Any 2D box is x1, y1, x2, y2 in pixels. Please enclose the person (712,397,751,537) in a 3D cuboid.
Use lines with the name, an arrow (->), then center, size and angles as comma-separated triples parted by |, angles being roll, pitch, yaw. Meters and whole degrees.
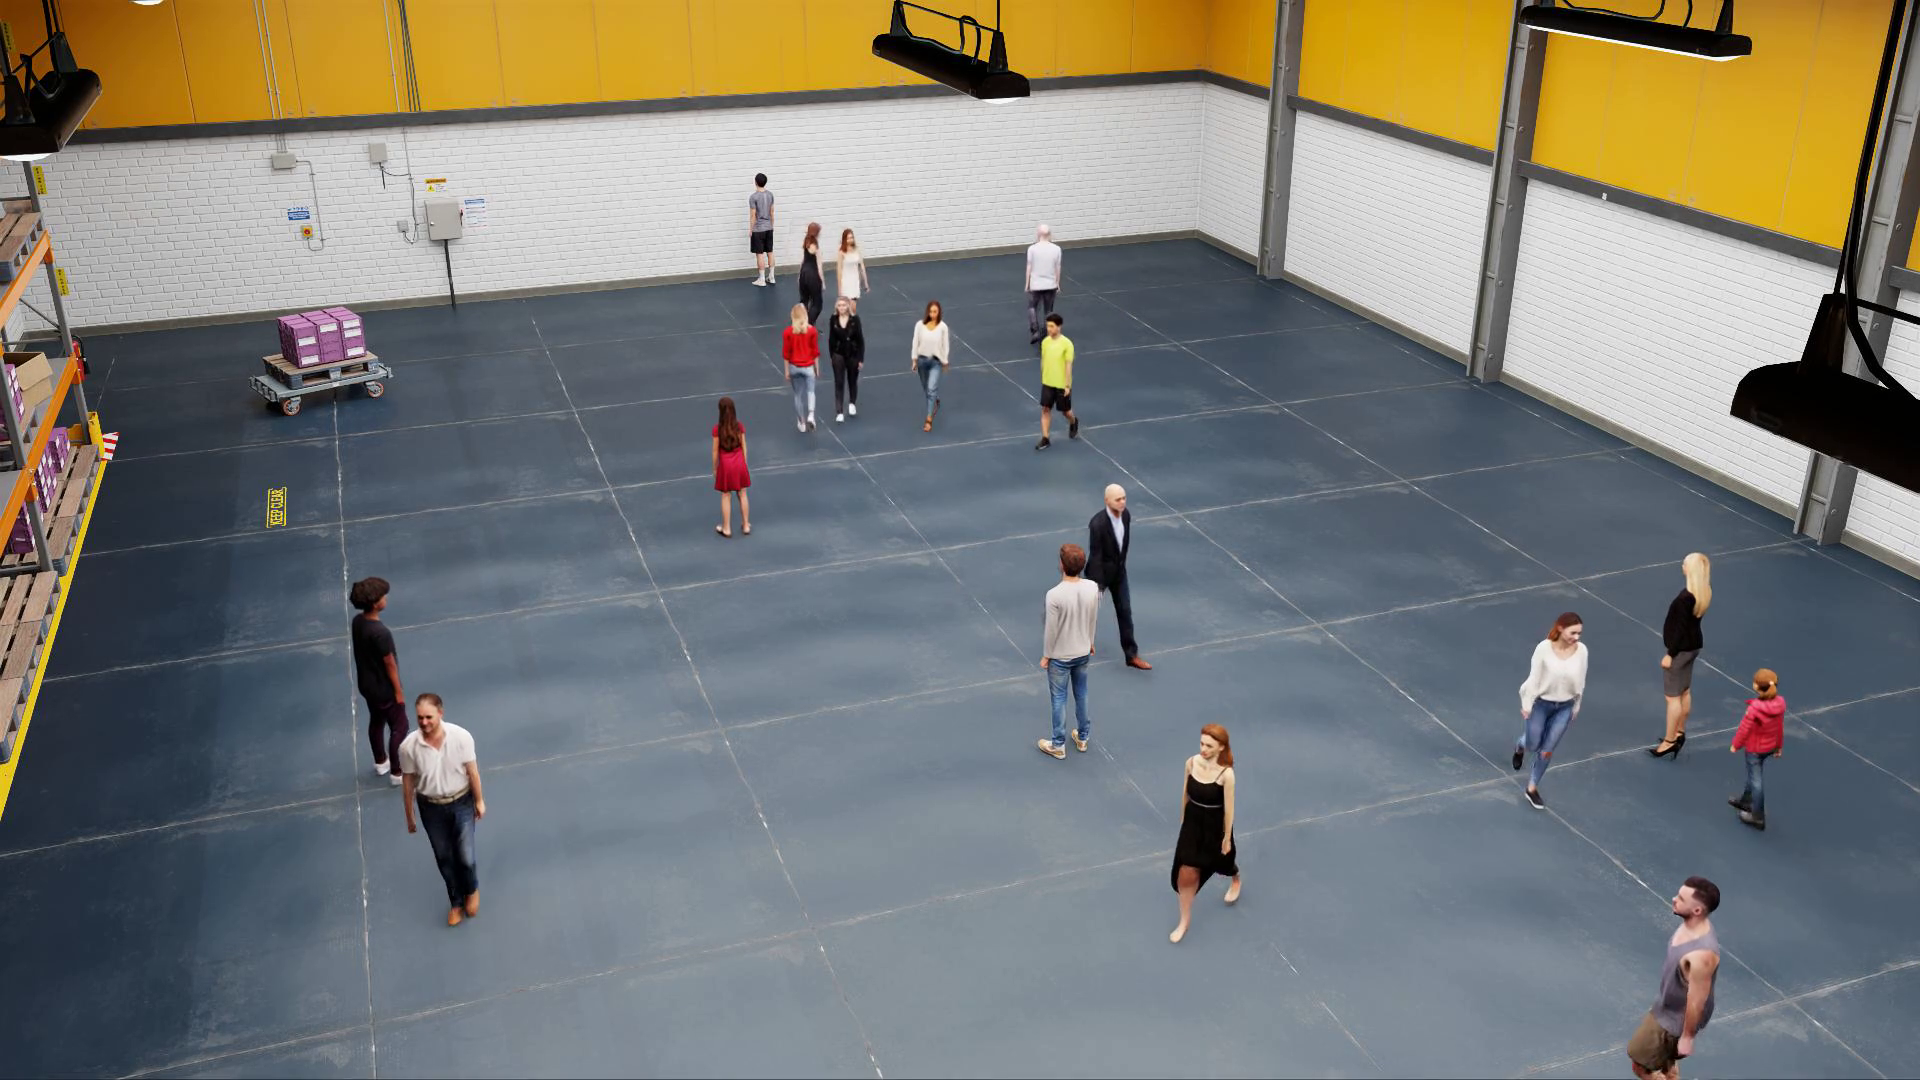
person -> -2.499, -0.812, 18.156 | 0.547, 1.550, 0.601 | -10, 25, -21

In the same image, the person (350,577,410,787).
person -> -4.691, 1.131, 13.429 | 0.658, 1.776, 0.764 | 19, 30, 37

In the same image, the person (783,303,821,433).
person -> -1.992, -2.130, 20.991 | 0.690, 1.693, 0.847 | -5, 24, -11

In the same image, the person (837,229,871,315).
person -> -1.701, -3.855, 24.946 | 0.714, 1.687, 0.816 | -20, 31, -38

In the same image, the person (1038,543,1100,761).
person -> 0.910, 0.917, 13.757 | 0.683, 1.906, 0.619 | -12, 26, -25

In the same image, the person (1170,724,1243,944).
person -> 1.793, 1.994, 11.682 | 1.074, 1.594, 1.013 | 17, 29, 34

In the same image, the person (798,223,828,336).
person -> -2.328, -3.953, 25.122 | 0.659, 1.725, 0.858 | 15, 28, 30

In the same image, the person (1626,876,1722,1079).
person -> 4.303, 2.791, 9.767 | 0.871, 1.835, 0.794 | 8, 25, 18

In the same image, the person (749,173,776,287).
person -> -3.292, -5.193, 27.776 | 0.735, 1.871, 0.711 | -22, 32, -40

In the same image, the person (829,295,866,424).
person -> -1.449, -2.377, 21.616 | 0.881, 1.645, 1.171 | -1, 24, -1

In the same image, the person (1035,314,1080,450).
person -> 1.244, -1.985, 20.670 | 1.038, 1.684, 1.052 | 14, 27, 29

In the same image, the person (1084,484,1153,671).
person -> 1.296, 0.303, 15.353 | 0.956, 1.752, 1.286 | -17, 29, -34

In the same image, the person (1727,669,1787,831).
person -> 6.230, 1.648, 12.843 | 0.561, 1.297, 0.659 | -9, 25, -20

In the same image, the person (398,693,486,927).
person -> -3.603, 1.829, 11.746 | 0.757, 1.844, 0.742 | -2, 24, -5

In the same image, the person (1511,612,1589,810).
person -> 4.654, 1.296, 13.180 | 0.798, 1.673, 0.939 | 2, 24, 3

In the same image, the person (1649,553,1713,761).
person -> 5.973, 0.955, 13.749 | 0.692, 1.841, 0.694 | 21, 31, 39

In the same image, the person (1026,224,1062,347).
person -> 1.223, -3.695, 24.410 | 0.773, 1.822, 0.798 | -2, 24, -4

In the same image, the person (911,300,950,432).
person -> -0.366, -2.287, 21.415 | 0.995, 1.641, 1.169 | 6, 24, 14
